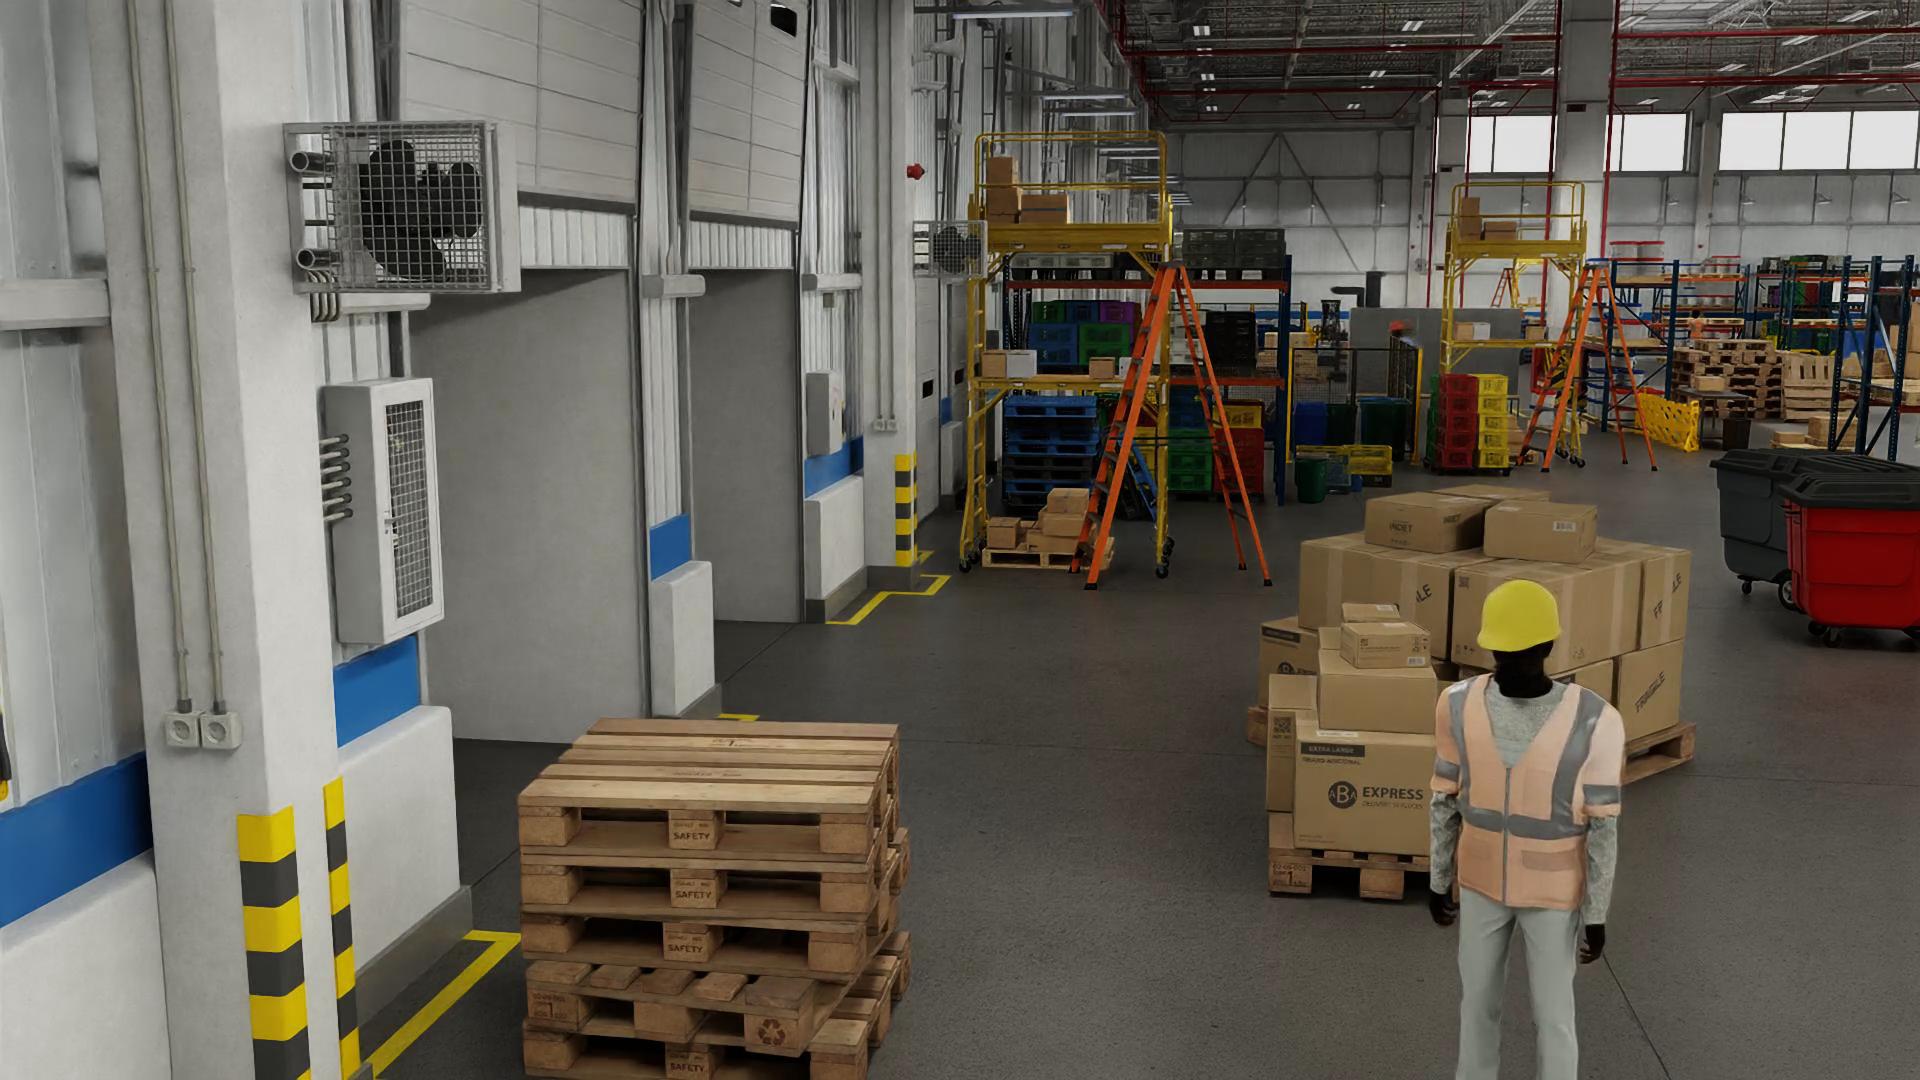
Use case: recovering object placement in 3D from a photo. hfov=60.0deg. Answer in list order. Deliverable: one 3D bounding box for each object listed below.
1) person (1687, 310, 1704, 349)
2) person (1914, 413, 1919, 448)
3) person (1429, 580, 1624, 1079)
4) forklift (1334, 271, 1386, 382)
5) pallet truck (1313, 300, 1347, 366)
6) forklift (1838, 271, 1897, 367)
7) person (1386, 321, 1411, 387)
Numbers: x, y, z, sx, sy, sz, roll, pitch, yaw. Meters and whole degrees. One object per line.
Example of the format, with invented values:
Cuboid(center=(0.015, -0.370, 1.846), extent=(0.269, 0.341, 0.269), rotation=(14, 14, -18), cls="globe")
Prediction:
Cuboid(center=(21.871, -6.007, 49.486), extent=(0.530, 1.689, 0.321), rotation=(-3, 10, -16), cls="person")
Cuboid(center=(15.572, -2.335, 26.694), extent=(0.320, 1.736, 0.487), rotation=(5, 11, 30), cls="person")
Cuboid(center=(1.725, 1.064, 5.172), extent=(0.586, 1.918, 0.398), rotation=(7, 12, 37), cls="person")
Cuboid(center=(10.436, -5.400, 42.069), extent=(1.873, 2.768, 1.129), rotation=(1, 9, 9), cls="forklift")
Cuboid(center=(11.159, -6.200, 49.718), extent=(0.823, 1.965, 1.885), rotation=(4, 10, 26), cls="pallet truck")
Cuboid(center=(26.450, -6.326, 47.781), extent=(1.873, 2.768, 1.129), rotation=(2, 9, 9), cls="forklift")
Cuboid(center=(8.280, -3.151, 31.281), extent=(0.566, 1.900, 0.687), rotation=(-6, 11, -32), cls="person")
